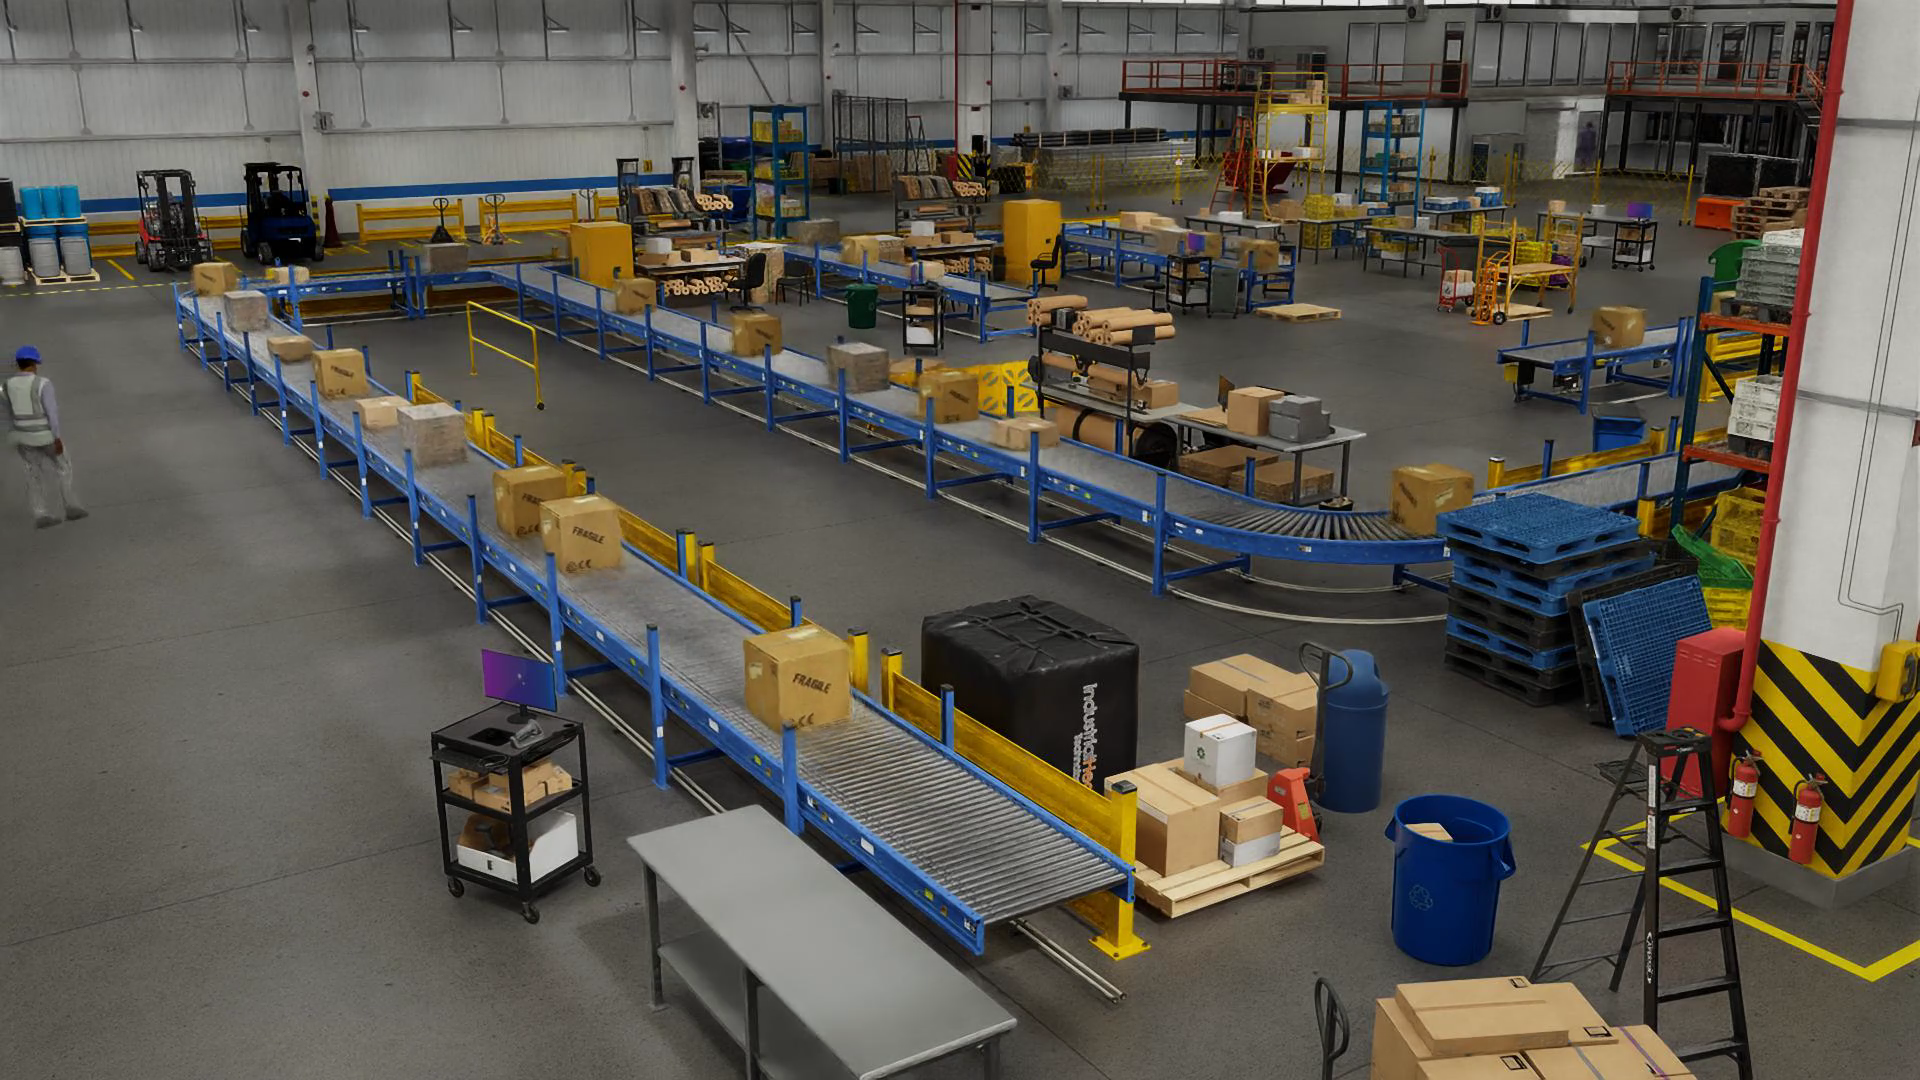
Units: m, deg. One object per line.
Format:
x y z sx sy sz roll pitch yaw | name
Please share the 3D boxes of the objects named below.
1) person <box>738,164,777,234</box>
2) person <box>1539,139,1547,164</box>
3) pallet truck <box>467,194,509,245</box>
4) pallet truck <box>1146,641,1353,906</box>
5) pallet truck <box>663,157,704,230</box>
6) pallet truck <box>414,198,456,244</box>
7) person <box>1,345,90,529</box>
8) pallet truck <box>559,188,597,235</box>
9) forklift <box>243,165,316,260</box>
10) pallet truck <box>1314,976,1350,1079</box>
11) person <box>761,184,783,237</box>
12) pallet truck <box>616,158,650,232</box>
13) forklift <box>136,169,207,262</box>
-5.307 -9.013 44.018 1.055 1.837 0.700 -13 21 -36 | person
22.084 -14.553 62.771 0.521 1.621 0.537 9 19 27 | person
-11.983 -8.177 42.137 0.704 1.261 1.522 -11 20 -33 | pallet truck
1.664 1.407 10.232 1.630 1.274 0.653 -10 20 -31 | pallet truck
-7.586 -9.308 44.692 0.823 1.965 1.885 -11 20 -33 | pallet truck
-13.250 -8.060 41.856 0.680 1.201 1.601 -10 20 -31 | pallet truck
-9.664 -1.092 17.536 0.653 1.894 0.720 3 17 8 | person
-10.010 -8.652 43.699 0.653 1.274 1.630 -10 20 -31 | pallet truck
-15.898 -7.669 38.708 1.157 1.987 2.680 -11 20 -33 | forklift
2.299 2.390 7.086 1.601 1.201 0.680 -2 17 -7 | pallet truck
-4.608 -8.250 41.173 0.638 2.024 0.746 -7 18 -22 | person
-8.918 -9.176 44.255 0.823 1.965 1.885 -9 19 -27 | pallet truck
-17.842 -7.318 37.559 1.157 1.987 2.680 -10 20 -31 | forklift
